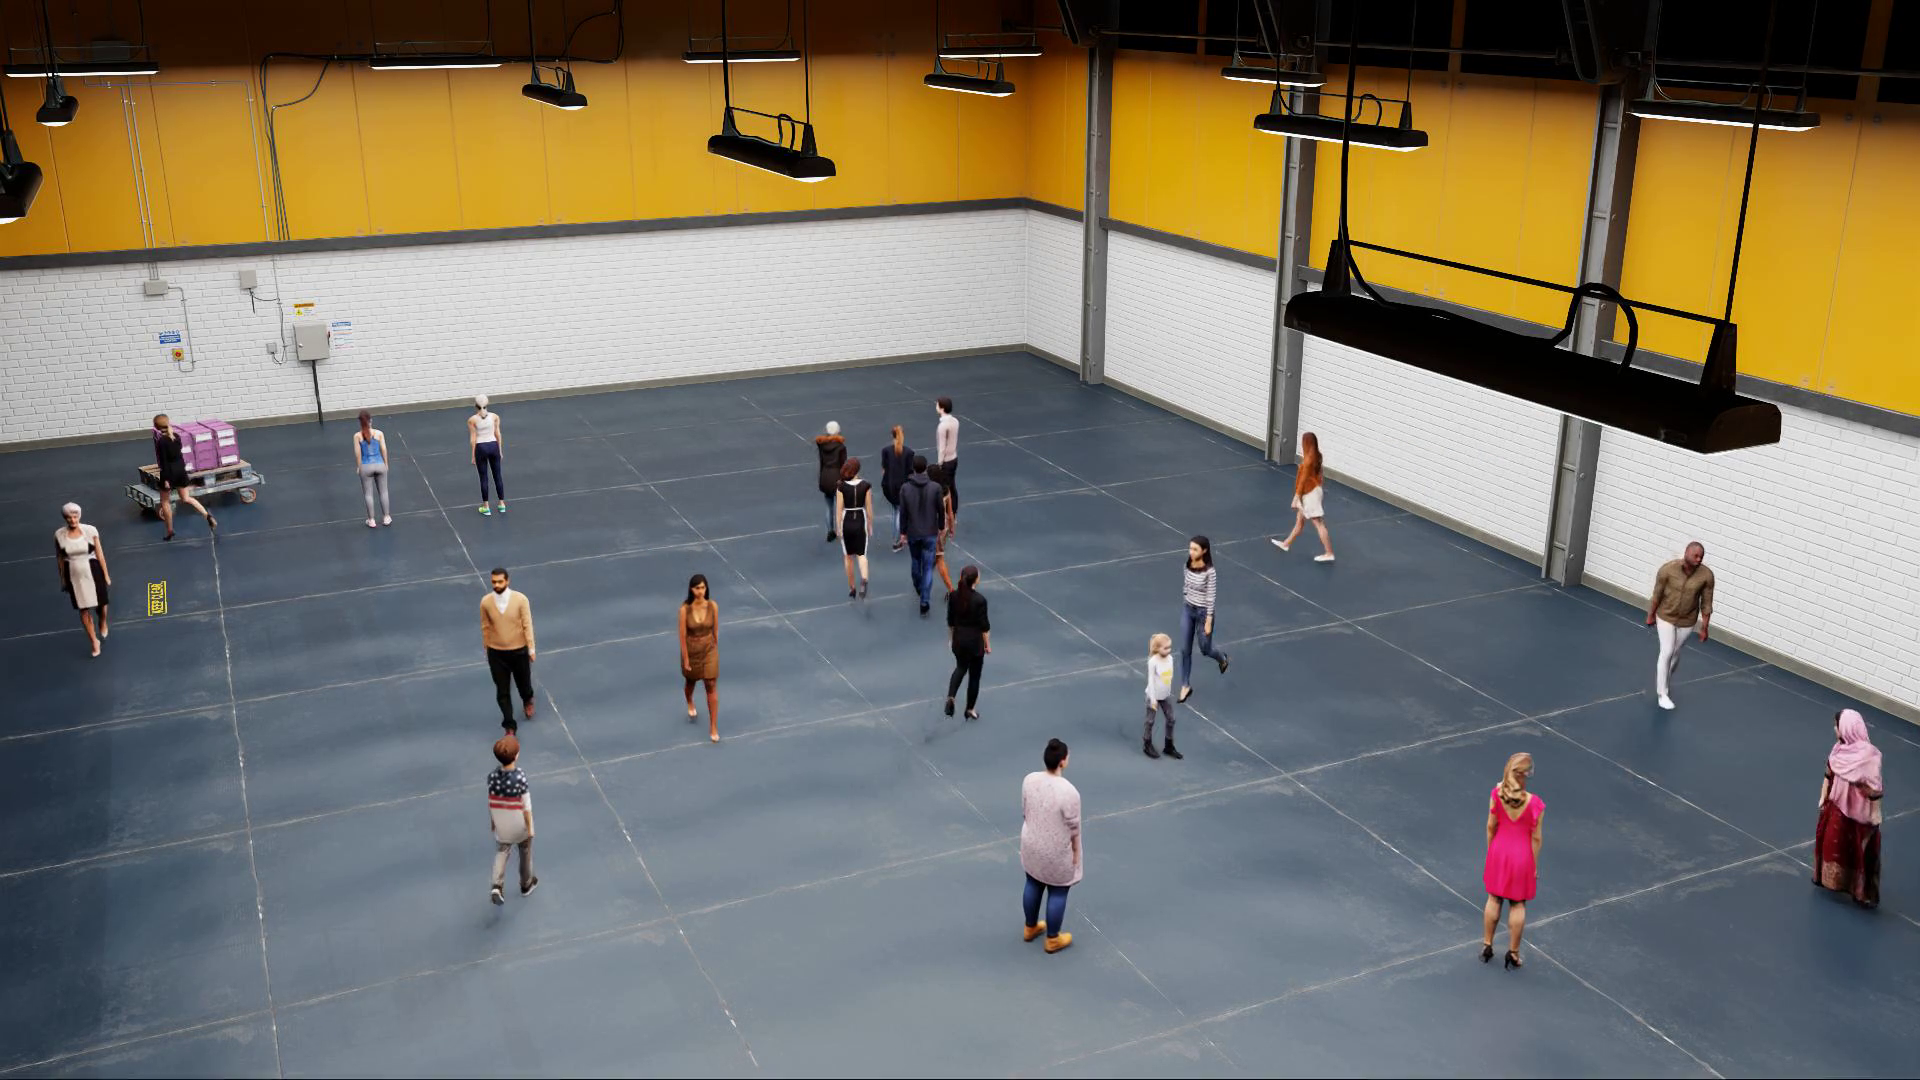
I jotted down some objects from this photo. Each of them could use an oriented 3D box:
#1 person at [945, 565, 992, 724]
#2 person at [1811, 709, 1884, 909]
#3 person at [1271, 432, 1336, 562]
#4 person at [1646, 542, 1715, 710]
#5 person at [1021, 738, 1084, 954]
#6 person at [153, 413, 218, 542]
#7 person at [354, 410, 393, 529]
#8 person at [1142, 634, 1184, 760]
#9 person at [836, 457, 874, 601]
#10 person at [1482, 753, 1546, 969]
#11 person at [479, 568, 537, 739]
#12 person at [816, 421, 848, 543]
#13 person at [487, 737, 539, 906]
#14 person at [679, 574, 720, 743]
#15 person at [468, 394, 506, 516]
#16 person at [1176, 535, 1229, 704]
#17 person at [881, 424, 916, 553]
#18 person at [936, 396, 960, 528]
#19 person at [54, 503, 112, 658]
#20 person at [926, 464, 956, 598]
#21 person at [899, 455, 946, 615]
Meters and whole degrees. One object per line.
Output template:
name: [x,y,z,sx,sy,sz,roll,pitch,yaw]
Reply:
person: [0.036,1.076,16.537,0.757,1.650,0.815,12,22,32]
person: [7.232,2.164,13.372,0.840,1.606,0.534,-11,21,-29]
person: [4.562,-0.513,21.220,1.211,1.672,1.033,11,21,29]
person: [7.355,0.800,17.131,1.104,1.793,1.205,6,20,18]
person: [0.673,2.316,12.705,0.722,1.744,0.842,15,24,38]
person: [-10.306,-0.797,21.954,1.055,1.742,1.044,5,19,14]
person: [-8.022,-0.979,22.701,0.562,1.609,0.538,-9,21,-26]
person: [1.851,1.474,15.954,0.541,1.268,0.664,-12,22,-31]
person: [-1.241,-0.077,19.753,0.700,1.781,0.955,-4,19,-13]
person: [4.136,2.398,12.489,0.611,1.726,0.713,14,23,36]
person: [-4.421,1.083,16.380,0.870,1.736,1.096,-2,19,-5]
person: [-1.710,-0.761,22.028,0.732,1.626,0.792,7,20,19]
person: [-3.626,2.271,13.337,0.773,1.427,0.898,3,19,8]
person: [-2.597,1.118,16.404,0.614,1.655,1.074,-7,20,-20]
person: [-6.598,-1.203,23.220,0.617,1.703,0.561,-11,22,-30]
person: [2.513,0.806,17.147,0.881,1.771,1.034,-17,25,-41]
person: [-0.824,-0.650,21.646,0.873,1.659,0.948,4,19,13]
person: [-0.185,-1.069,22.656,0.746,1.808,0.706,8,20,24]
person: [-9.665,0.403,18.394,0.697,1.740,0.830,-6,20,-18]
person: [-0.246,-0.086,20.053,0.743,1.607,1.146,-13,22,-33]
person: [-0.437,-0.032,19.528,1.075,1.840,1.275,2,19,5]
